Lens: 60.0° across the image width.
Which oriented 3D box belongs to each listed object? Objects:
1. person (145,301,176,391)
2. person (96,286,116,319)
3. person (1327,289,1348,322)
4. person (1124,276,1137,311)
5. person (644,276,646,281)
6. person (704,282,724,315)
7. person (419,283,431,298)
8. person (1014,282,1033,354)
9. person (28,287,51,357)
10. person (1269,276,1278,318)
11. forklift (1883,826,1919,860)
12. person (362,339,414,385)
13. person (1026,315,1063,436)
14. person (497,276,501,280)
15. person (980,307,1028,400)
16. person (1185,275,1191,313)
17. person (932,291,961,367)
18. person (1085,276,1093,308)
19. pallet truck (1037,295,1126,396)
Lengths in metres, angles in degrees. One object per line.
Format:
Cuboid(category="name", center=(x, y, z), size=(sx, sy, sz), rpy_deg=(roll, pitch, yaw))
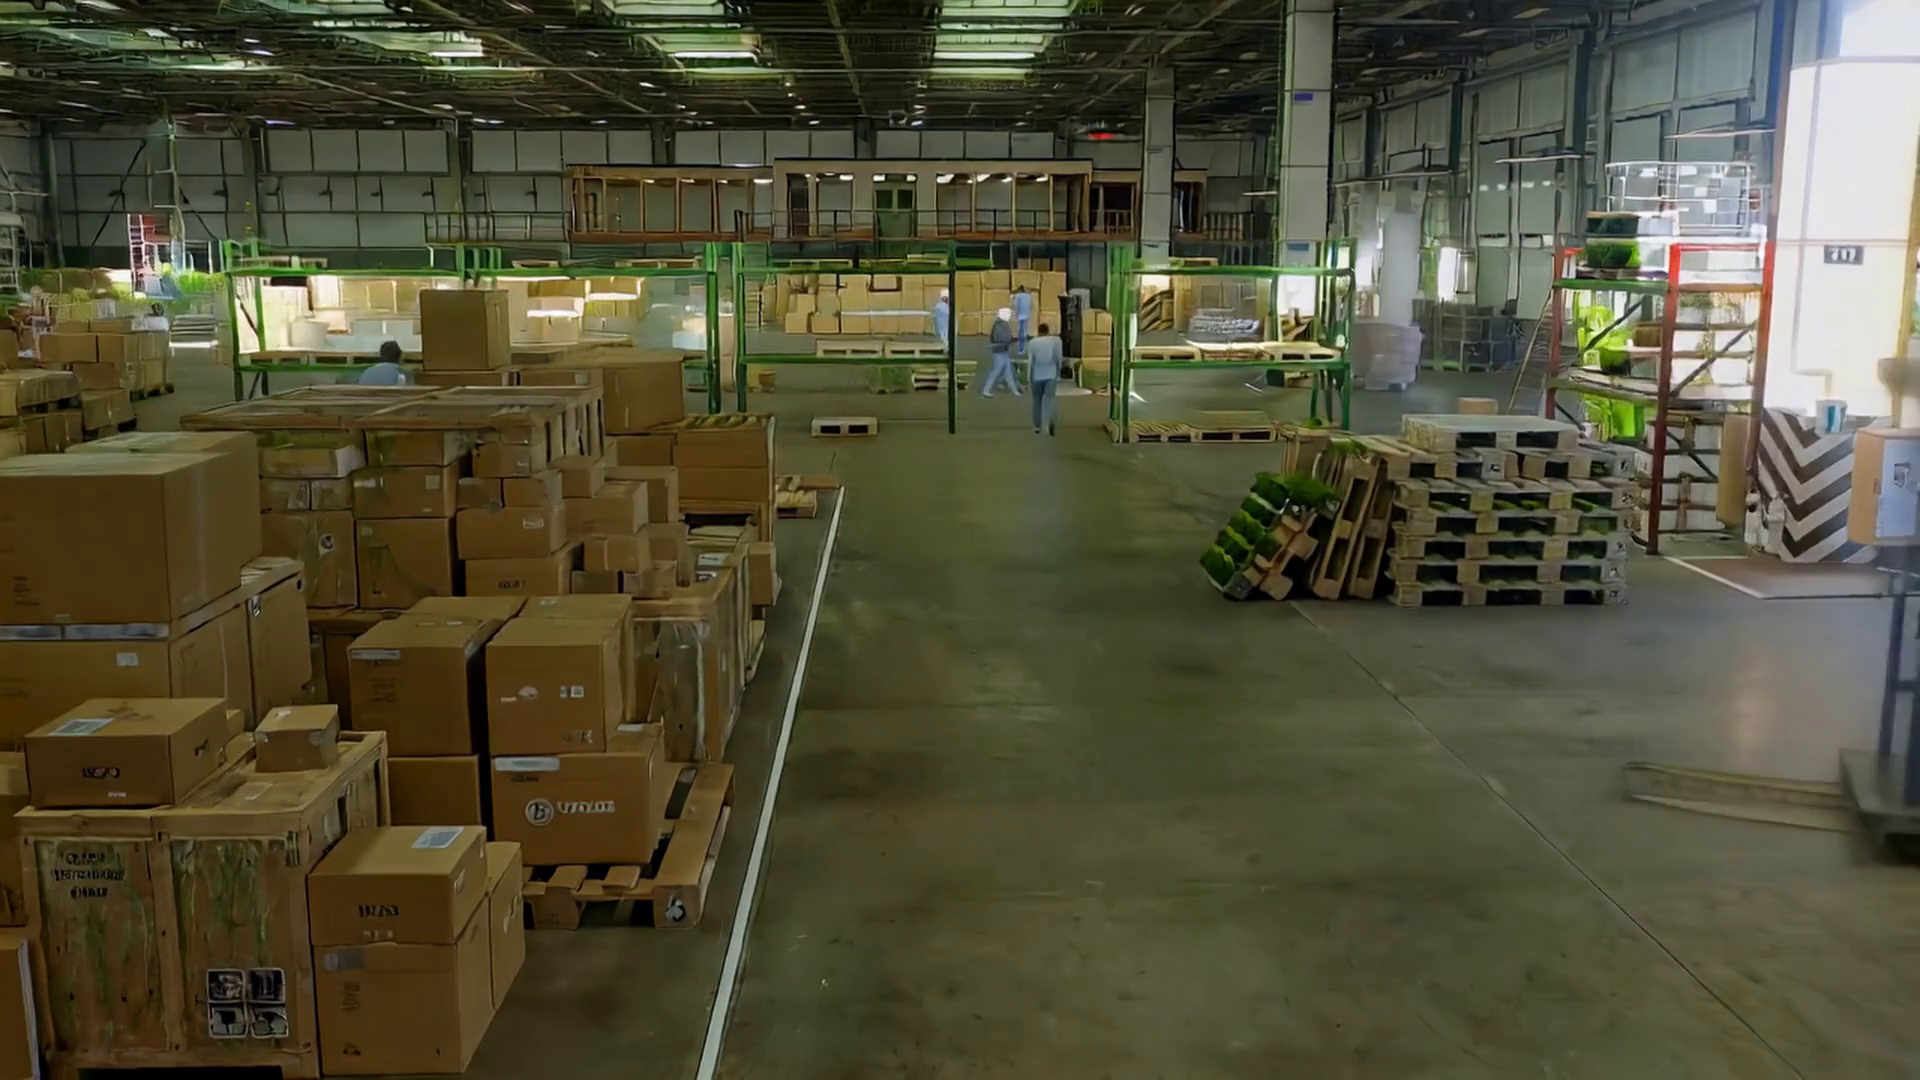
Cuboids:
Cuboid(category="person", center=(-16.371, -3.961, 33.986), size=(0.951, 1.833, 0.533), rpy_deg=(6, 12, 31))
Cuboid(category="person", center=(-21.865, -5.527, 42.534), size=(0.566, 1.883, 0.983), rpy_deg=(2, 10, 9))
Cuboid(category="person", center=(9.212, -5.178, 40.628), size=(0.588, 1.878, 0.993), rpy_deg=(8, 13, 37))
Cuboid(category="person", center=(6.098, -8.637, 60.025), size=(0.571, 1.843, 0.990), rpy_deg=(6, 12, 29))
Cuboid(category="person", center=(-11.303, -8.559, 59.211), size=(0.362, 1.962, 0.613), rpy_deg=(-5, 11, -24))
Cuboid(category="person", center=(-7.568, -6.985, 50.839), size=(0.527, 1.832, 0.951), rpy_deg=(-7, 12, -34))
Cuboid(category="person", center=(-16.627, -7.158, 52.006), size=(0.528, 1.747, 0.598), rpy_deg=(1, 10, 3))
Cuboid(category="person", center=(1.696, -6.004, 45.053), size=(0.552, 1.937, 0.356), rpy_deg=(-7, 12, -34))
Cuboid(category="person", center=(-23.217, -5.427, 41.946), size=(0.570, 1.891, 0.941), rpy_deg=(-1, 10, -7))
Cuboid(category="person", center=(11.202, -8.443, 59.010), size=(0.636, 1.837, 0.682), rpy_deg=(-10, 14, -44))
Cuboid(category="forklift", center=(5.611, 0.165, 8.060), size=(1.873, 2.768, 1.129), rpy_deg=(4, 11, 22))
Cuboid(category="person", center=(-6.487, -1.345, 19.144), size=(0.661, 1.918, 0.656), rpy_deg=(0, 10, 1))
Cuboid(category="person", center=(1.338, -2.593, 26.191), size=(0.590, 1.897, 0.870), rpy_deg=(0, 10, -1))
Cuboid(category="person", center=(-18.218, -9.672, 65.849), size=(0.513, 1.818, 0.855), rpy_deg=(-7, 12, -33))
Cuboid(category="person", center=(0.814, -3.574, 31.931), size=(0.971, 1.795, 0.644), rpy_deg=(-2, 10, -10))
Cuboid(category="person", center=(9.728, -10.719, 71.168), size=(0.391, 1.990, 0.623), rpy_deg=(2, 10, 9))
Cuboid(category="person", center=(-0.369, -4.935, 39.275), size=(0.647, 1.892, 1.036), rpy_deg=(-8, 13, -39))
Cuboid(category="person", center=(4.787, -8.960, 62.064), size=(0.295, 1.743, 0.493), rpy_deg=(7, 12, 33))
Cuboid(category="pallet truck", center=(2.483, -3.881, 33.060), size=(1.885, 1.965, 0.823), rpy_deg=(-7, 13, -36))
